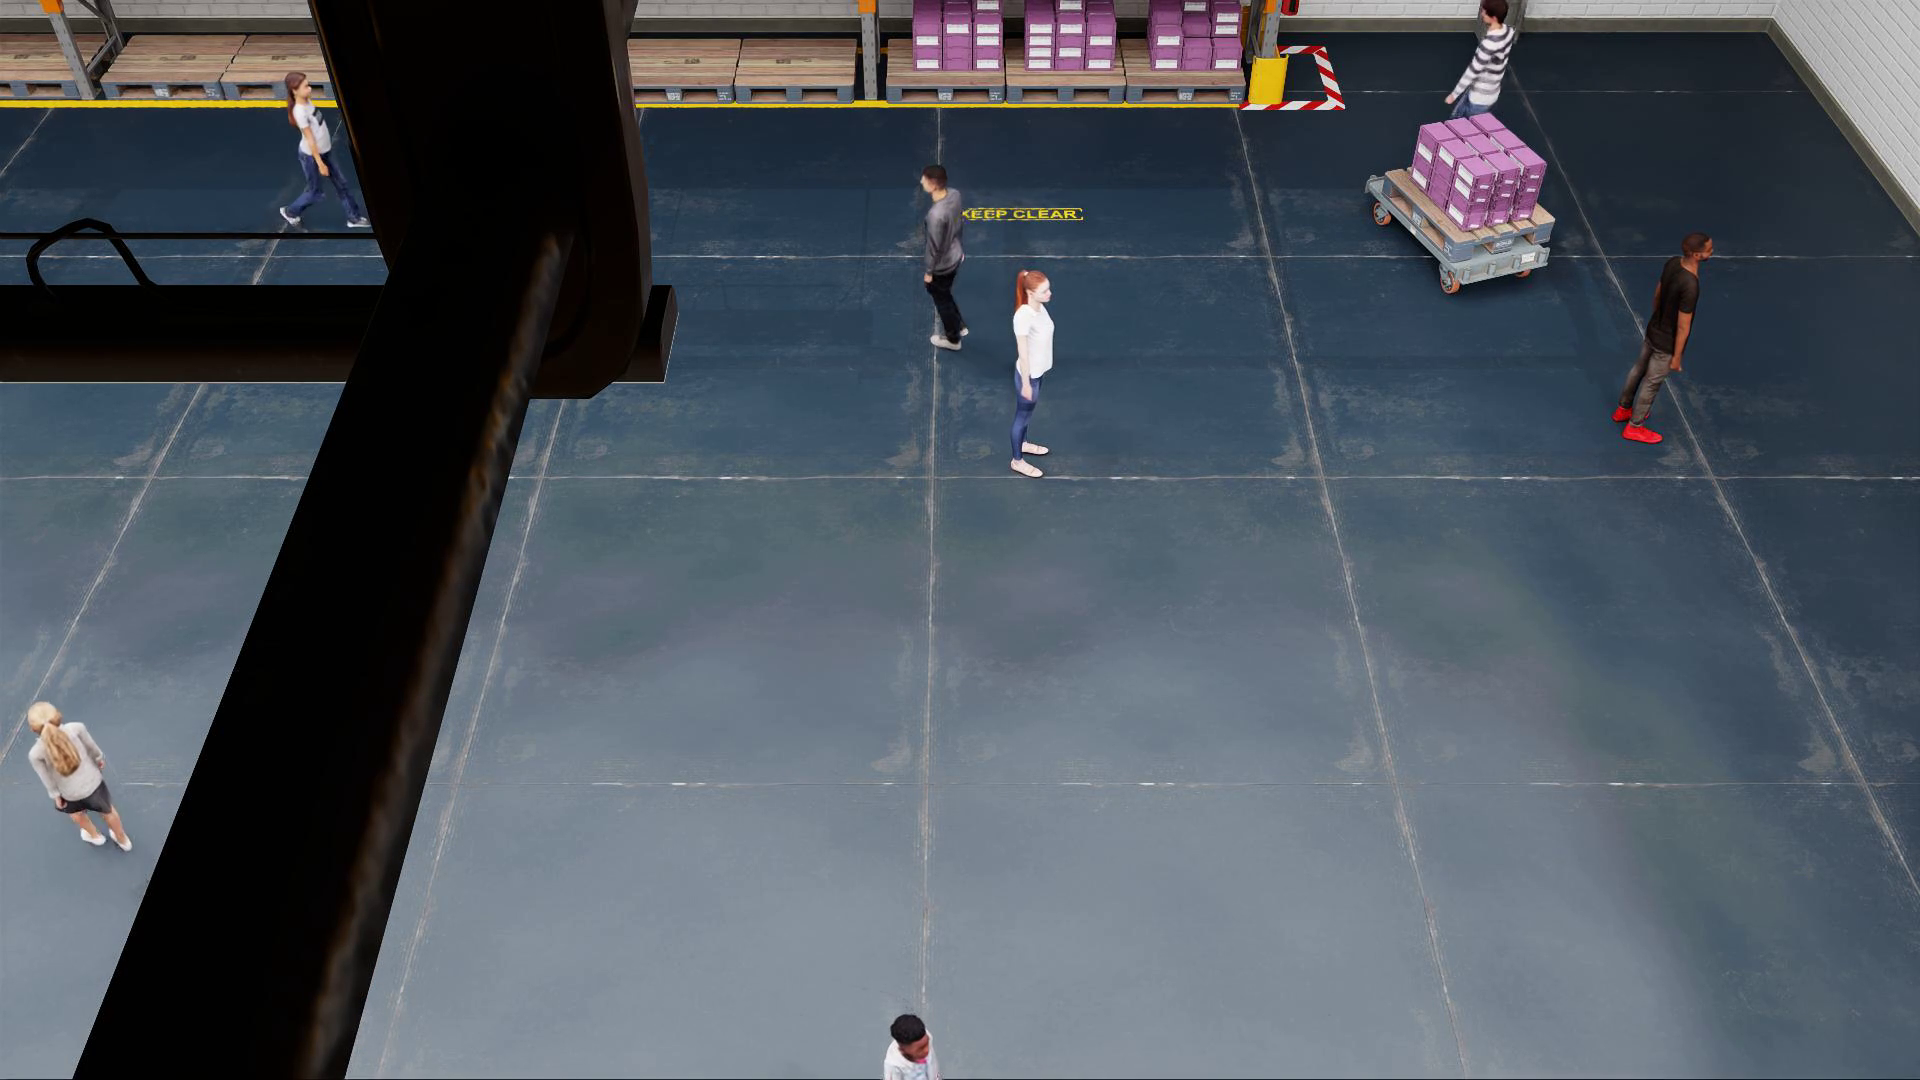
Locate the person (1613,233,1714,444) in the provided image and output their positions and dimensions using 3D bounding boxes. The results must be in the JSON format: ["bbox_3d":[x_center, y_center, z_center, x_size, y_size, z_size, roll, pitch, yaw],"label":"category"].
[{"bbox_3d":[5.326,-1.548,12.581,0.530,1.806,0.639,-2,44,-2],"label":"person"}]

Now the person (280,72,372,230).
[{"bbox_3d":[-5.762,-3.400,14.718,1.012,1.540,0.563,-2,44,-3],"label":"person"}]

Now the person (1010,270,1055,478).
[{"bbox_3d":[0.507,-1.255,12.322,0.604,1.739,0.618,10,45,11],"label":"person"}]

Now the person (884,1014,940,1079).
[{"bbox_3d":[-0.257,2.780,8.434,0.650,1.259,0.593,32,52,29],"label":"person"}]

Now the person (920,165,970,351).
[{"bbox_3d":[-0.055,-2.212,13.321,0.738,1.746,0.731,18,46,18],"label":"person"}]

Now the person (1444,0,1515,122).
[{"bbox_3d":[4.857,-4.046,15.187,0.878,1.828,0.823,25,49,24],"label":"person"}]

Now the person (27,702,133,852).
[{"bbox_3d":[-5.193,1.446,9.831,0.717,1.264,0.657,31,52,28],"label":"person"}]
